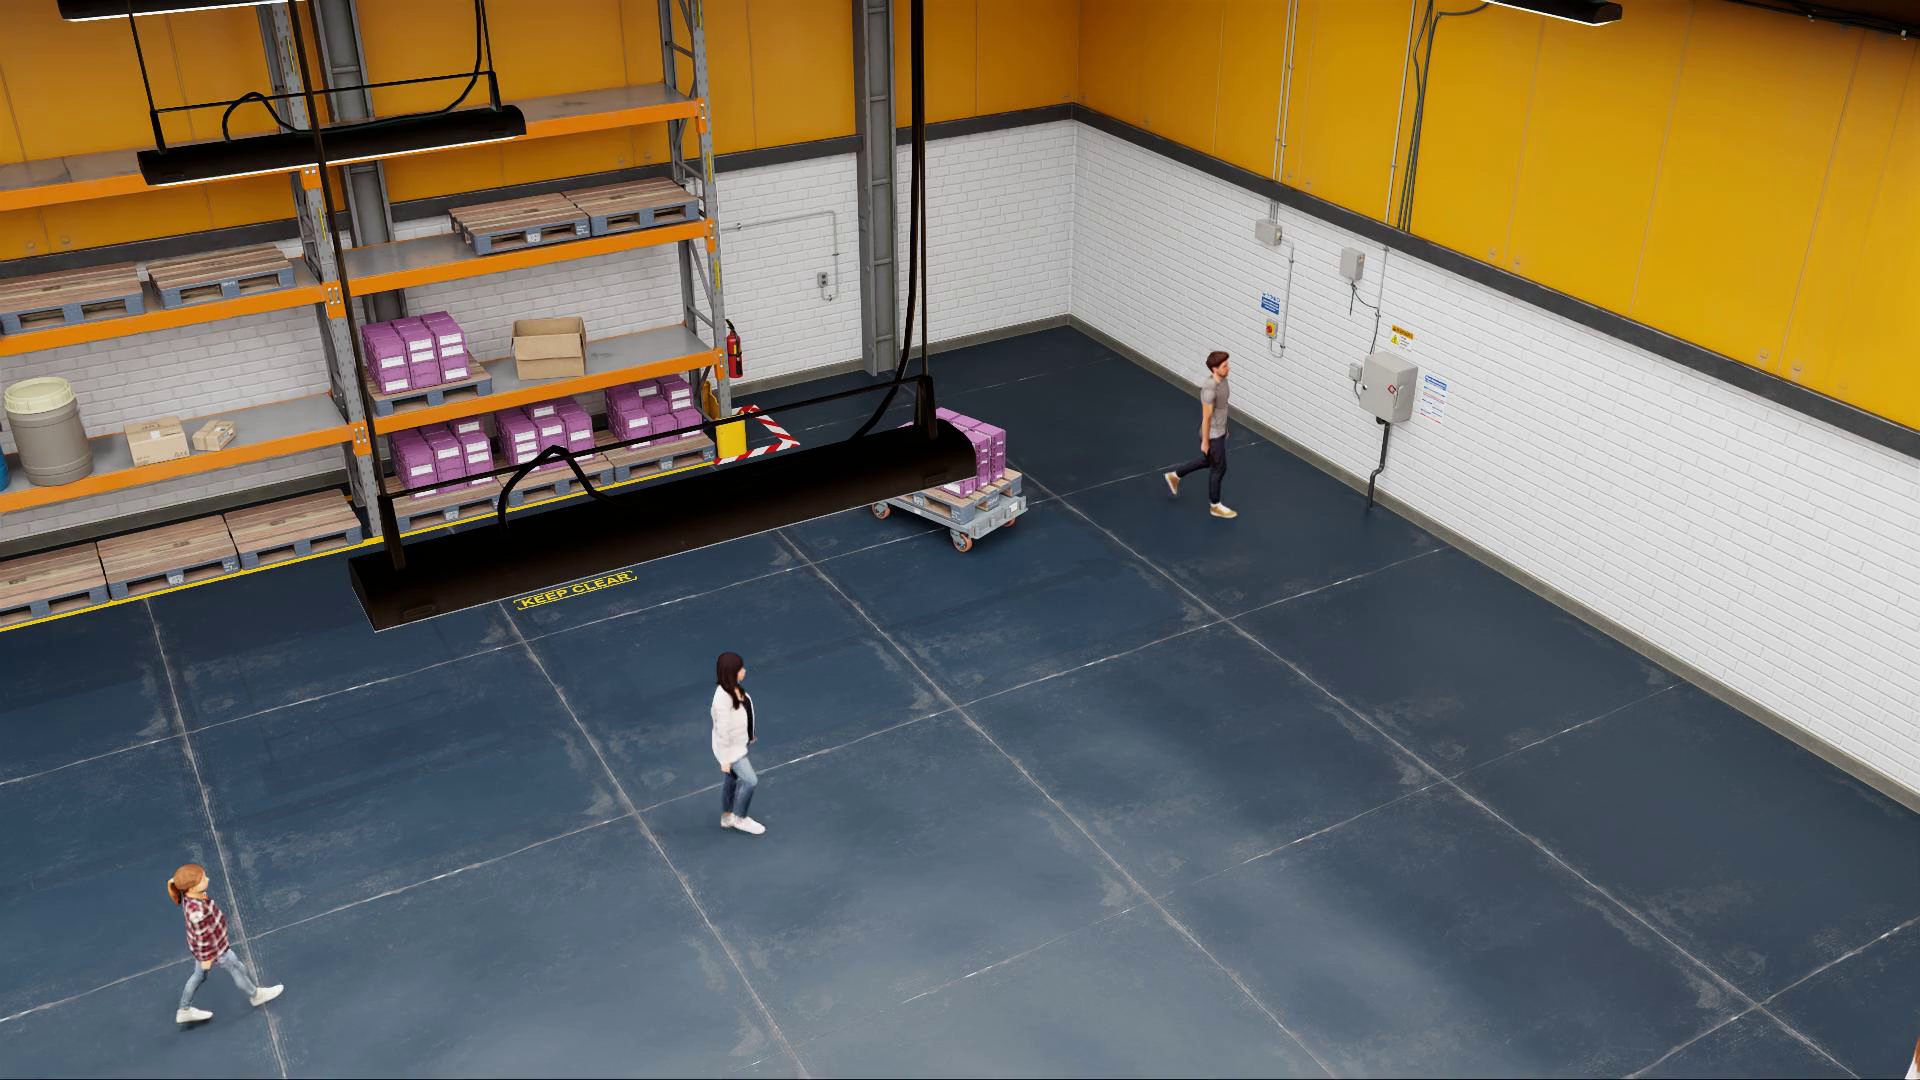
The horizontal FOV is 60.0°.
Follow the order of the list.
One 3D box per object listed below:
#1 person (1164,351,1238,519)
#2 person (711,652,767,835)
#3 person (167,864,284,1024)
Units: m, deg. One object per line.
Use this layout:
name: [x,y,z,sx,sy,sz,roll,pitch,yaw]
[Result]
person: [2.609,-1.150,17.646,1.116,1.872,1.119,11,31,20]
person: [-1.837,1.577,12.898,0.789,1.629,0.764,1,29,1]
person: [-5.111,2.728,11.157,0.907,1.277,0.550,-16,33,-27]
